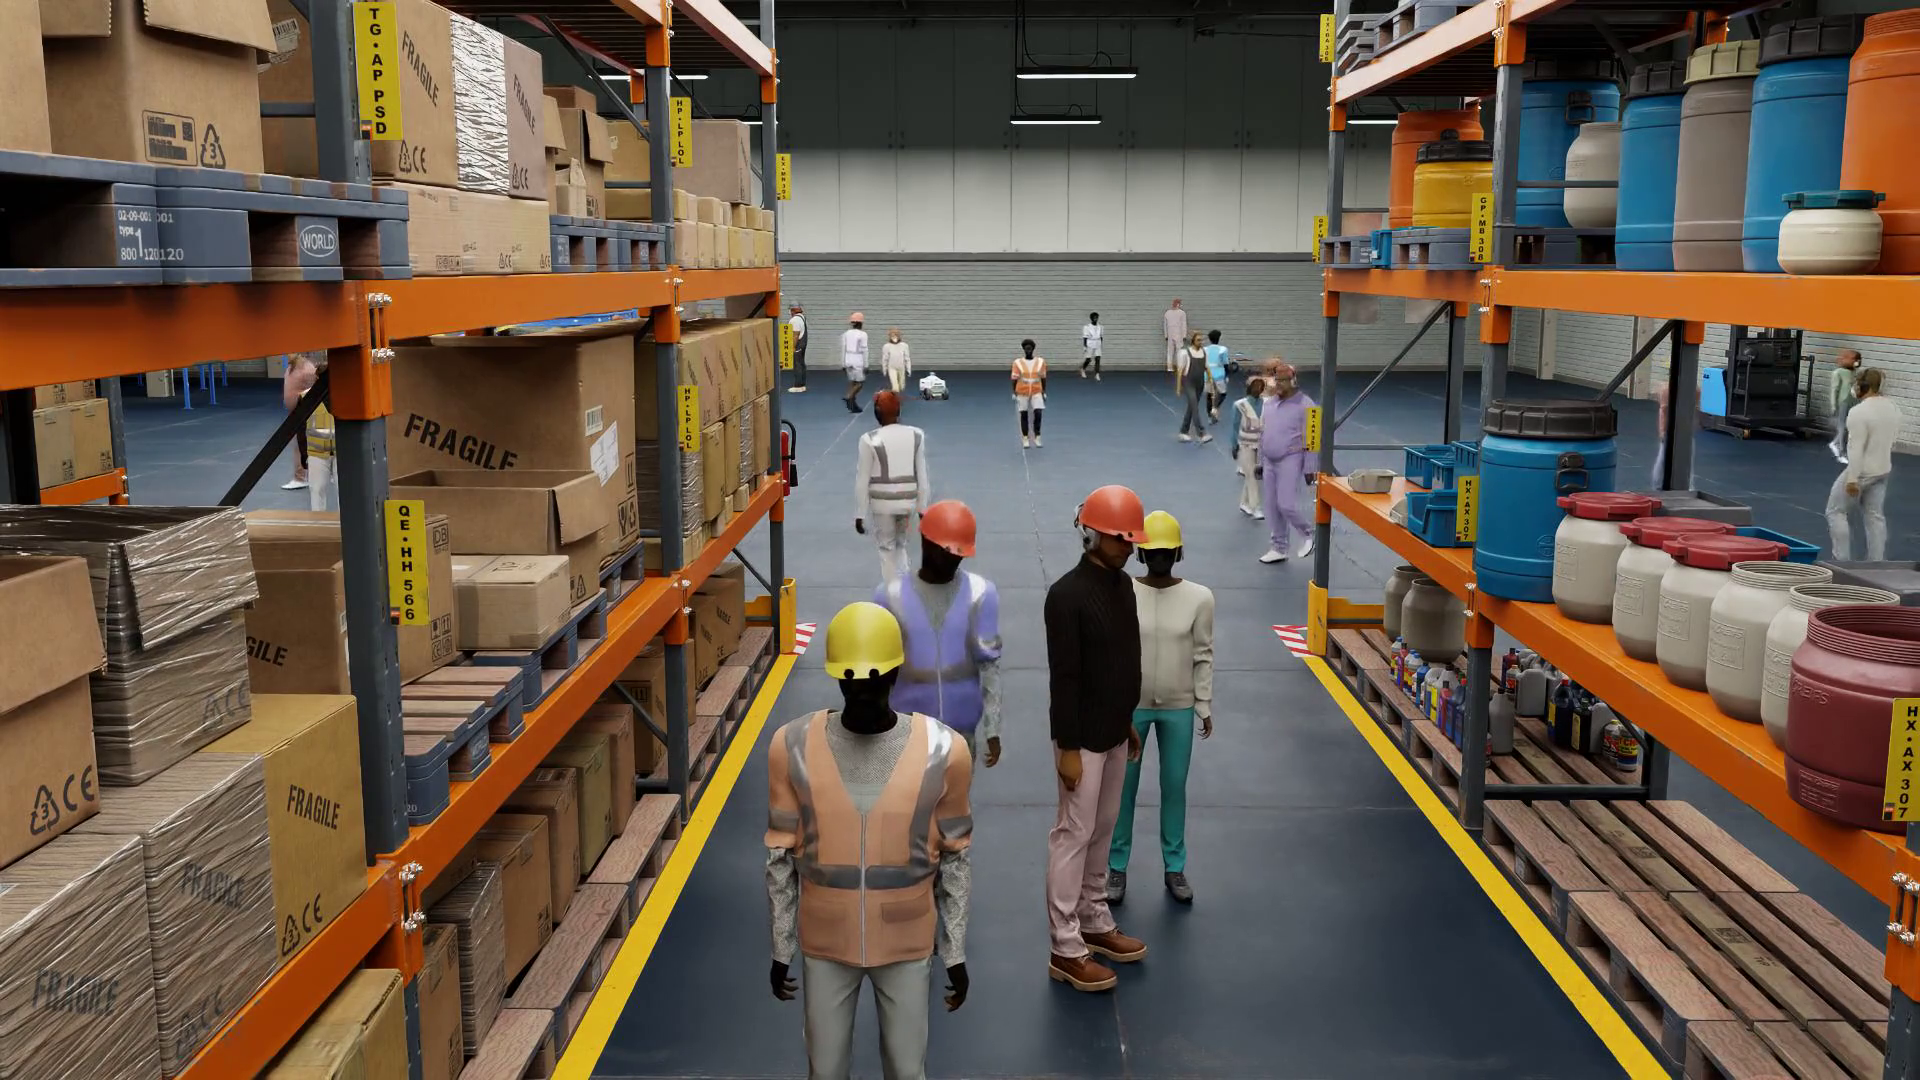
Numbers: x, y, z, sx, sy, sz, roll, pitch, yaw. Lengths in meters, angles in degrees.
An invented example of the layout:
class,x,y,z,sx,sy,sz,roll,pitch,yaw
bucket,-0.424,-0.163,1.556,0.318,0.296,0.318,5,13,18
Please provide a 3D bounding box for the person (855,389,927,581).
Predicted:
class,x,y,z,sx,sy,sz,roll,pitch,yaw
person,-0.553,-0.245,13.018,0.601,1.867,0.512,-6,11,-32

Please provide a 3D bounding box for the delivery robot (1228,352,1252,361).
class,x,y,z,sx,sy,sz,roll,pitch,yaw
delivery robot,7.218,-4.767,43.112,0.698,0.223,0.335,7,12,35

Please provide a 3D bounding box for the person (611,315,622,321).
class,x,y,z,sx,sy,sz,roll,pitch,yaw
person,-6.287,-3.198,30.675,0.575,1.881,0.356,-8,13,-41

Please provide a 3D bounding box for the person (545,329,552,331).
class,x,y,z,sx,sy,sz,roll,pitch,yaw
person,-5.259,-1.715,21.455,0.633,1.987,1.063,-7,12,-34

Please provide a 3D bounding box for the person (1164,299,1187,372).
class,x,y,z,sx,sy,sz,roll,pitch,yaw
person,5.634,-5.320,43.332,0.643,1.902,0.399,7,12,38

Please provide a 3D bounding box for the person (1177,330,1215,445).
class,x,y,z,sx,sy,sz,roll,pitch,yaw
person,3.733,-2.410,26.249,0.537,1.782,1.054,-5,11,-27

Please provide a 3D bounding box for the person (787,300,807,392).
class,x,y,z,sx,sy,sz,roll,pitch,yaw
person,-3.656,-4.279,36.803,0.535,2.000,0.687,2,10,10

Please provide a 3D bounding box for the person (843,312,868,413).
class,x,y,z,sx,sy,sz,roll,pitch,yaw
person,-2.027,-3.361,31.579,0.547,1.919,0.637,6,11,32

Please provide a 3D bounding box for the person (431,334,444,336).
class,x,y,z,sx,sy,sz,roll,pitch,yaw
person,-8.392,-2.502,26.852,0.533,1.768,0.310,1,10,7

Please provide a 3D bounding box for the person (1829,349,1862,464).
class,x,y,z,sx,sy,sz,roll,pitch,yaw
person,12.653,-1.920,23.794,0.523,1.621,0.471,-2,10,-14

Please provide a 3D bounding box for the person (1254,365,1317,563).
class,x,y,z,sx,sy,sz,roll,pitch,yaw
person,3.096,-0.724,15.831,0.480,1.892,0.647,-6,11,-30

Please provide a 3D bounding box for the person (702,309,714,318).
class,x,y,z,sx,sy,sz,roll,pitch,yaw
person,-5.049,-3.718,33.702,0.661,1.905,0.885,-4,10,-25

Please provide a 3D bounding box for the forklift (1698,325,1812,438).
class,x,y,z,sx,sy,sz,roll,pitch,yaw
forklift,13.248,-3.165,27.620,1.129,2.768,1.873,0,9,1

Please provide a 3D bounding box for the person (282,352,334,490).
class,x,y,z,sx,sy,sz,roll,pitch,yaw
person,-8.306,-1.611,21.216,0.651,1.879,0.815,9,13,44

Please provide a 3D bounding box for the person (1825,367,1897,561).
class,x,y,z,sx,sy,sz,roll,pitch,yaw
person,8.052,-0.589,14.924,0.645,1.915,0.661,-5,11,-28

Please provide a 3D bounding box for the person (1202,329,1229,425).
class,x,y,z,sx,sy,sz,roll,pitch,yaw
person,4.469,-2.867,29.254,0.552,1.684,0.395,6,11,31

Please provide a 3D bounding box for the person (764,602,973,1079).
class,x,y,z,sx,sy,sz,roll,pitch,yaw
person,-0.257,1.117,4.690,0.585,1.928,0.369,0,9,1

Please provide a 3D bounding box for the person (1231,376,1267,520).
class,x,y,z,sx,sy,sz,roll,pitch,yaw
person,3.303,-1.039,18.601,0.527,1.589,0.859,-2,10,-14

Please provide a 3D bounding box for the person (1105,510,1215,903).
class,x,y,z,sx,sy,sz,roll,pitch,yaw
person,0.872,0.742,7.421,0.524,1.770,0.315,0,9,-1

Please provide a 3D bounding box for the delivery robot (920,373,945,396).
class,x,y,z,sx,sy,sz,roll,pitch,yaw
delivery robot,-0.578,-3.265,34.890,0.477,0.478,0.707,-4,10,-20

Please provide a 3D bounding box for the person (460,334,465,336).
class,x,y,z,sx,sy,sz,roll,pitch,yaw
person,-8.813,-3.080,30.076,0.566,1.846,0.389,0,9,0

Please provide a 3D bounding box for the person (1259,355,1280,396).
class,x,y,z,sx,sy,sz,roll,pitch,yaw
person,4.397,-1.786,23.143,0.852,1.594,0.505,-8,12,-39

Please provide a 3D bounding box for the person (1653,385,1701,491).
class,x,y,z,sx,sy,sz,roll,pitch,yaw
person,8.575,-1.309,19.840,0.544,1.718,0.929,-1,10,-6

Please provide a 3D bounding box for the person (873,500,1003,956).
class,x,y,z,sx,sy,sz,roll,pitch,yaw
person,-0.109,0.739,7.147,0.565,1.879,0.975,-1,10,-7

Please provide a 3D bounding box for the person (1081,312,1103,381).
class,x,y,z,sx,sy,sz,roll,pitch,yaw
person,3.205,-4.715,40.403,0.540,1.674,0.653,-4,10,-20

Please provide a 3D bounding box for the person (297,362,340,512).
class,x,y,z,sx,sy,sz,roll,pitch,yaw
person,-6.409,-0.885,16.941,0.621,1.845,0.429,-4,10,-24

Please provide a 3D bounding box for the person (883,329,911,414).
class,x,y,z,sx,sy,sz,roll,pitch,yaw
person,-1.224,-3.232,31.741,0.514,1.602,0.683,-3,10,-16

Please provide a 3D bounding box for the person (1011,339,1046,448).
class,x,y,z,sx,sy,sz,roll,pitch,yaw
person,1.062,-2.222,25.438,0.557,1.667,0.720,-1,9,-3

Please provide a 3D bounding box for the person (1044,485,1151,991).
class,x,y,z,sx,sy,sz,roll,pitch,yaw
person,0.559,0.764,6.633,0.393,1.985,0.611,5,11,30

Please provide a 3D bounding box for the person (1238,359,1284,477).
class,x,y,z,sx,sy,sz,roll,pitch,yaw
person,4.077,-1.604,22.005,0.891,1.590,0.495,-2,10,-9

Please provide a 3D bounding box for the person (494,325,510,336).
class,x,y,z,sx,sy,sz,roll,pitch,yaw
person,-7.475,-2.679,27.534,0.468,1.887,0.634,1,10,6
